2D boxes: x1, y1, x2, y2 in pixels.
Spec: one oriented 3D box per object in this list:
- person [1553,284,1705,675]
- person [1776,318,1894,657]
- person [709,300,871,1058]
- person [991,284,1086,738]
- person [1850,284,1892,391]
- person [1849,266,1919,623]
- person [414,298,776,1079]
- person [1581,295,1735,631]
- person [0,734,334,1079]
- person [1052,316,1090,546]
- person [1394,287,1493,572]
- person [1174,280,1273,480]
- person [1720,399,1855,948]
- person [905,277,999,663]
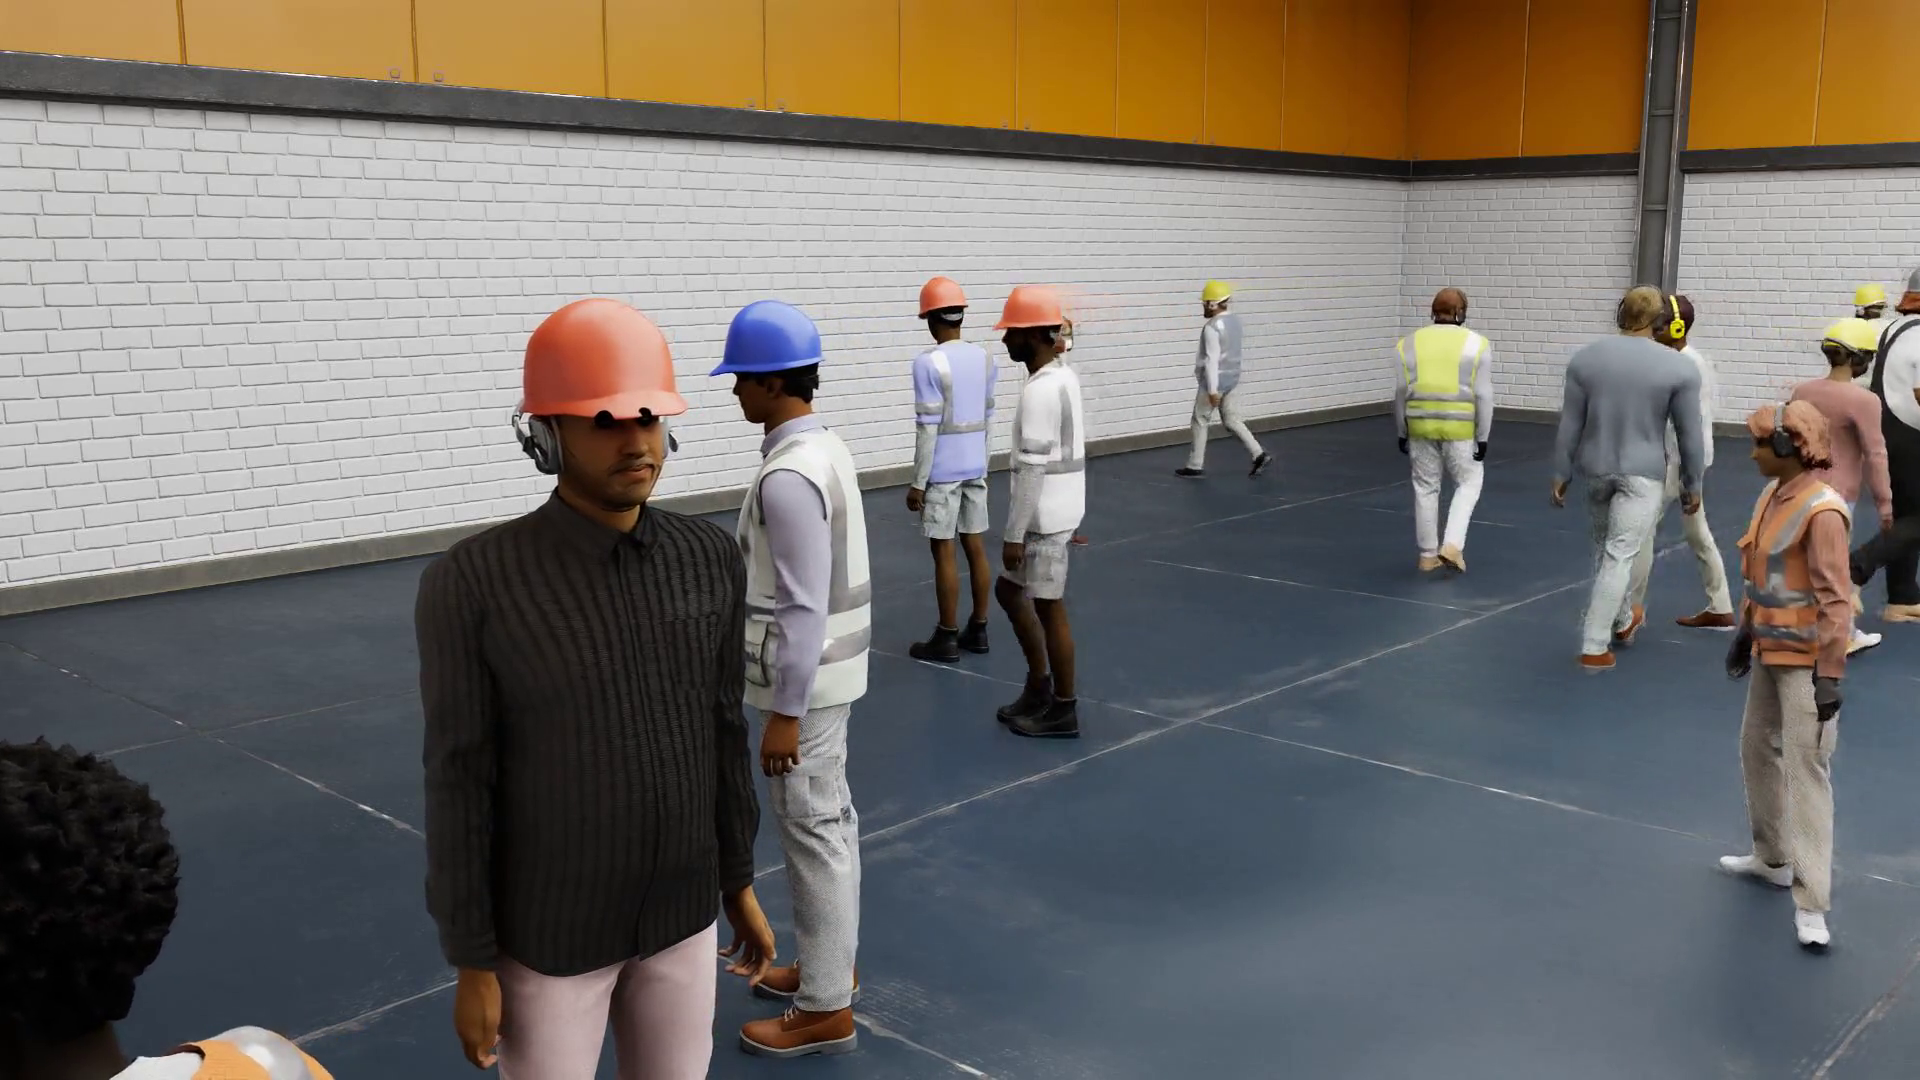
[{"bbox_3d":[3.361,-0.312,8.276,0.659,1.887,0.986,9,14,42],"label":"person"},{"bbox_3d":[4.361,-0.217,8.173,0.842,1.724,0.556,-2,10,-13],"label":"person"},{"bbox_3d":[-0.429,0.359,4.307,0.407,1.942,0.615,0,10,1],"label":"person"},{"bbox_3d":[0.286,-0.101,6.990,0.530,1.920,0.578,2,10,11],"label":"person"},{"bbox_3d":[7.394,-1.187,13.593,0.605,1.784,0.954,-2,10,-14],"label":"person"},{"bbox_3d":[5.174,-0.528,9.088,0.683,2.000,0.687,2,10,12],"label":"person"},{"bbox_3d":[-0.570,0.610,2.738,0.610,1.996,0.379,-10,14,-44],"label":"person"},{"bbox_3d":[3.812,-0.398,8.971,0.879,1.819,0.575,4,11,24],"label":"person"},{"bbox_3d":[-0.704,0.998,1.414,0.318,1.688,0.538,3,10,17],"label":"person"},{"bbox_3d":[0.682,-0.728,11.417,0.569,1.611,0.539,4,11,22],"label":"person"},{"bbox_3d":[3.072,-0.685,10.581,0.635,1.835,0.516,6,12,30],"label":"person"},{"bbox_3d":[2.373,-1.423,14.879,0.834,1.803,0.595,7,12,37],"label":"person"},{"bbox_3d":[2.583,0.389,5.096,0.324,1.617,0.718,1,10,8],"label":"person"},{"bbox_3d":[-0.061,-0.348,8.381,0.374,1.929,0.542,9,14,43],"label":"person"}]
